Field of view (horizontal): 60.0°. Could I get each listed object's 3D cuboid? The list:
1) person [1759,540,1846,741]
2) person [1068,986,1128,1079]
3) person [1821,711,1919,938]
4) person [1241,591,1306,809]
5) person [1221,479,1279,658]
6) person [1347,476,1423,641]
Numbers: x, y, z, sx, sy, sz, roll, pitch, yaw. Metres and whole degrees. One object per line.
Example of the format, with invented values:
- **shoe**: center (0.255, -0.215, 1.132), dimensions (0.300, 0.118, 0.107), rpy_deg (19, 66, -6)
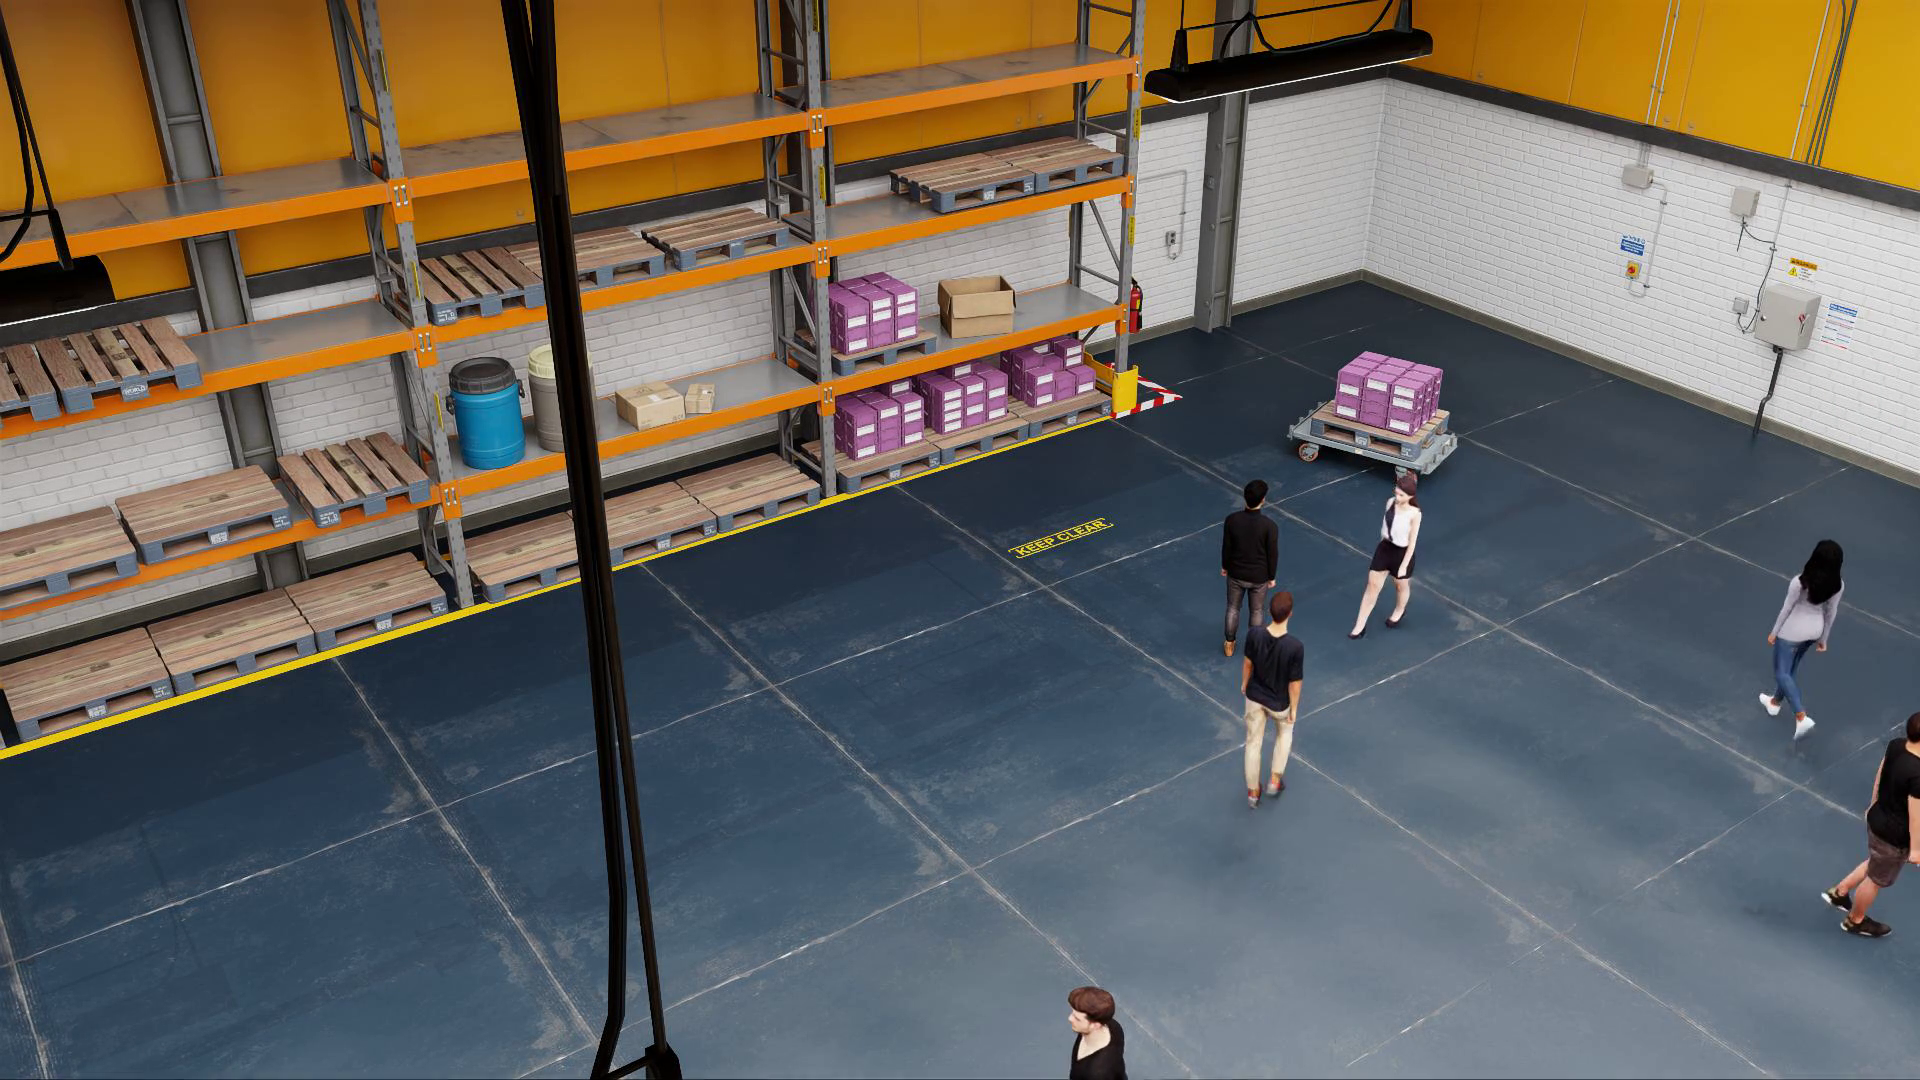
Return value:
- **person**: center (6.888, 0.826, 13.549), dimensions (1.070, 1.717, 0.983), rpy_deg (-3, 29, -6)
- **person**: center (0.848, 3.174, 9.088), dimensions (1.128, 1.866, 1.011), rpy_deg (-1, 29, -1)
- **person**: center (6.278, 1.944, 11.361), dimensions (0.905, 1.849, 0.841), rpy_deg (6, 29, 11)
- **person**: center (2.324, 1.257, 12.627), dimensions (0.775, 1.842, 0.813), rpy_deg (11, 30, 19)
- **person**: center (2.532, 0.257, 14.585), dimensions (0.726, 1.723, 0.724), rpy_deg (12, 31, 21)
- **person**: center (3.976, 0.138, 14.920), dimensions (1.041, 1.612, 0.647), rpy_deg (-22, 35, -34)
